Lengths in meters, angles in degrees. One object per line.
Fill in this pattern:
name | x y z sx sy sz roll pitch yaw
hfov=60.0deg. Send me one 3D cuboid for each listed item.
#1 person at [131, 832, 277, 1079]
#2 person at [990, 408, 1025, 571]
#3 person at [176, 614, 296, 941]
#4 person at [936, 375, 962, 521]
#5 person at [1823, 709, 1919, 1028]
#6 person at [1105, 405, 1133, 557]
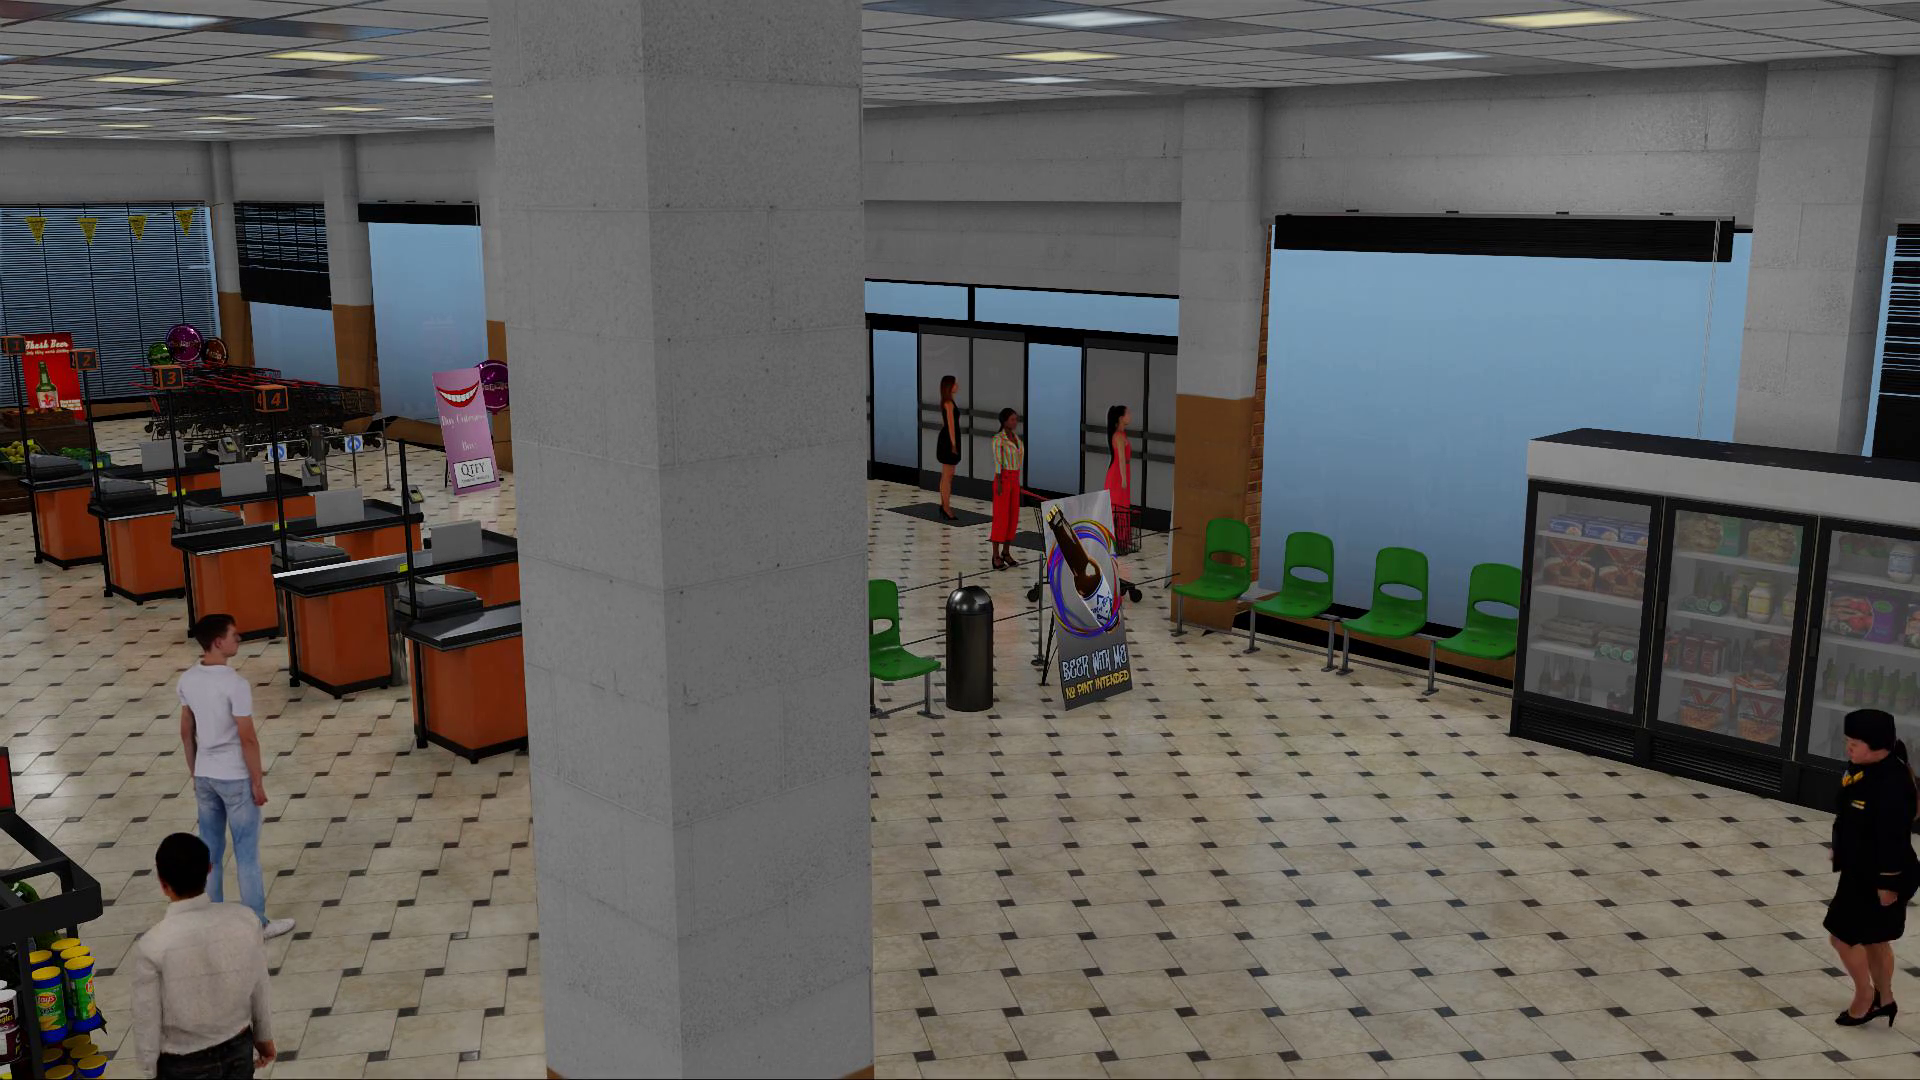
person | -2.760 1.981 6.181 0.753 1.798 0.676 10 15 39
person | 0.517 -0.570 18.308 0.686 1.792 0.511 9 15 36
person | -4.067 1.318 9.199 0.719 1.852 0.690 5 13 21
person | -0.142 -1.168 21.046 0.713 1.834 0.672 -1 12 -6
person | 4.535 1.652 8.114 0.963 1.645 0.838 4 12 18
person | 1.816 -0.687 19.029 0.762 1.726 0.714 -1 12 -4
